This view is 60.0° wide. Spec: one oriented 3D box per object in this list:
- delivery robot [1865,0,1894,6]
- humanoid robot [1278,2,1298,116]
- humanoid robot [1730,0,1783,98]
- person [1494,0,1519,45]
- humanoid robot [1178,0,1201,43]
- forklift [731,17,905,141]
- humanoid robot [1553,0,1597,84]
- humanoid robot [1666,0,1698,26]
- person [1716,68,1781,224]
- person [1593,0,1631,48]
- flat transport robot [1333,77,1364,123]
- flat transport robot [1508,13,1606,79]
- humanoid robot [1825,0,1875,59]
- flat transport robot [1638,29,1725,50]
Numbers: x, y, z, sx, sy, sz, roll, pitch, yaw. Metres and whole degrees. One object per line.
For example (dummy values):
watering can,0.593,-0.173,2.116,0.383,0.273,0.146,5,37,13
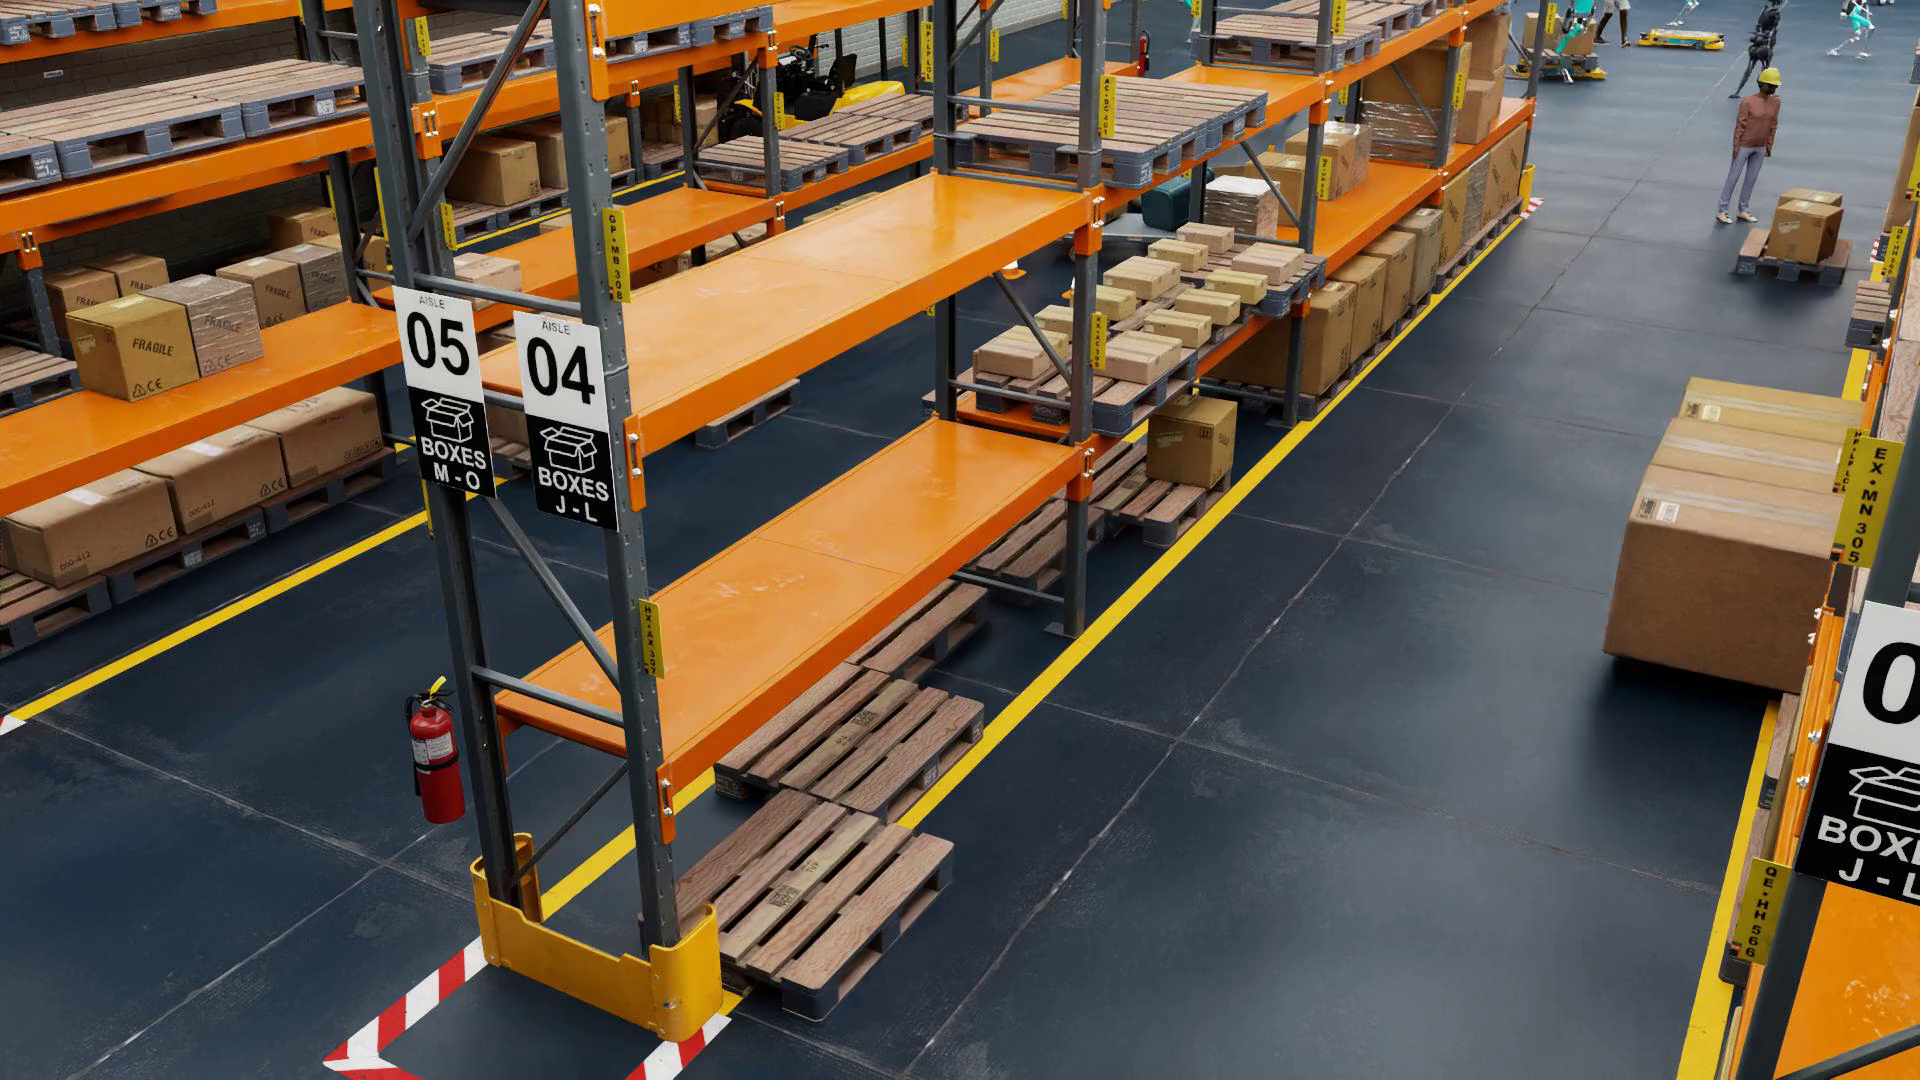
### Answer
delivery robot,19.415,-11.590,35.086,0.791,0.587,0.499,-16,30,-29
humanoid robot,4.705,-7.009,24.281,0.591,1.638,0.417,5,26,10
humanoid robot,12.375,-7.618,25.595,0.717,1.628,0.610,-2,26,-3
person,9.714,-9.759,29.751,0.623,1.893,0.477,-6,26,-11
humanoid robot,4.285,-9.898,30.260,0.722,1.814,0.536,-18,31,-32
forklift,-1.819,-5.975,21.543,2.313,2.155,1.214,14,29,26
humanoid robot,9.838,-8.318,26.942,0.532,1.759,0.902,-10,28,-21
humanoid robot,13.791,-10.611,31.543,0.533,1.677,0.735,-15,30,-29
person,9.034,-4.482,18.941,0.523,1.761,0.344,-6,26,-12
person,11.860,-9.820,29.870,0.649,1.895,0.848,-12,28,-24
flat transport robot,6.070,-5.921,23.645,1.431,0.231,0.659,11,28,21
flat transport robot,9.906,-7.823,27.597,1.431,0.231,0.659,2,26,5
humanoid robot,15.614,-9.149,28.716,0.546,1.771,1.033,-14,29,-27
flat transport robot,13.141,-9.113,30.278,1.431,0.231,0.659,11,28,21
